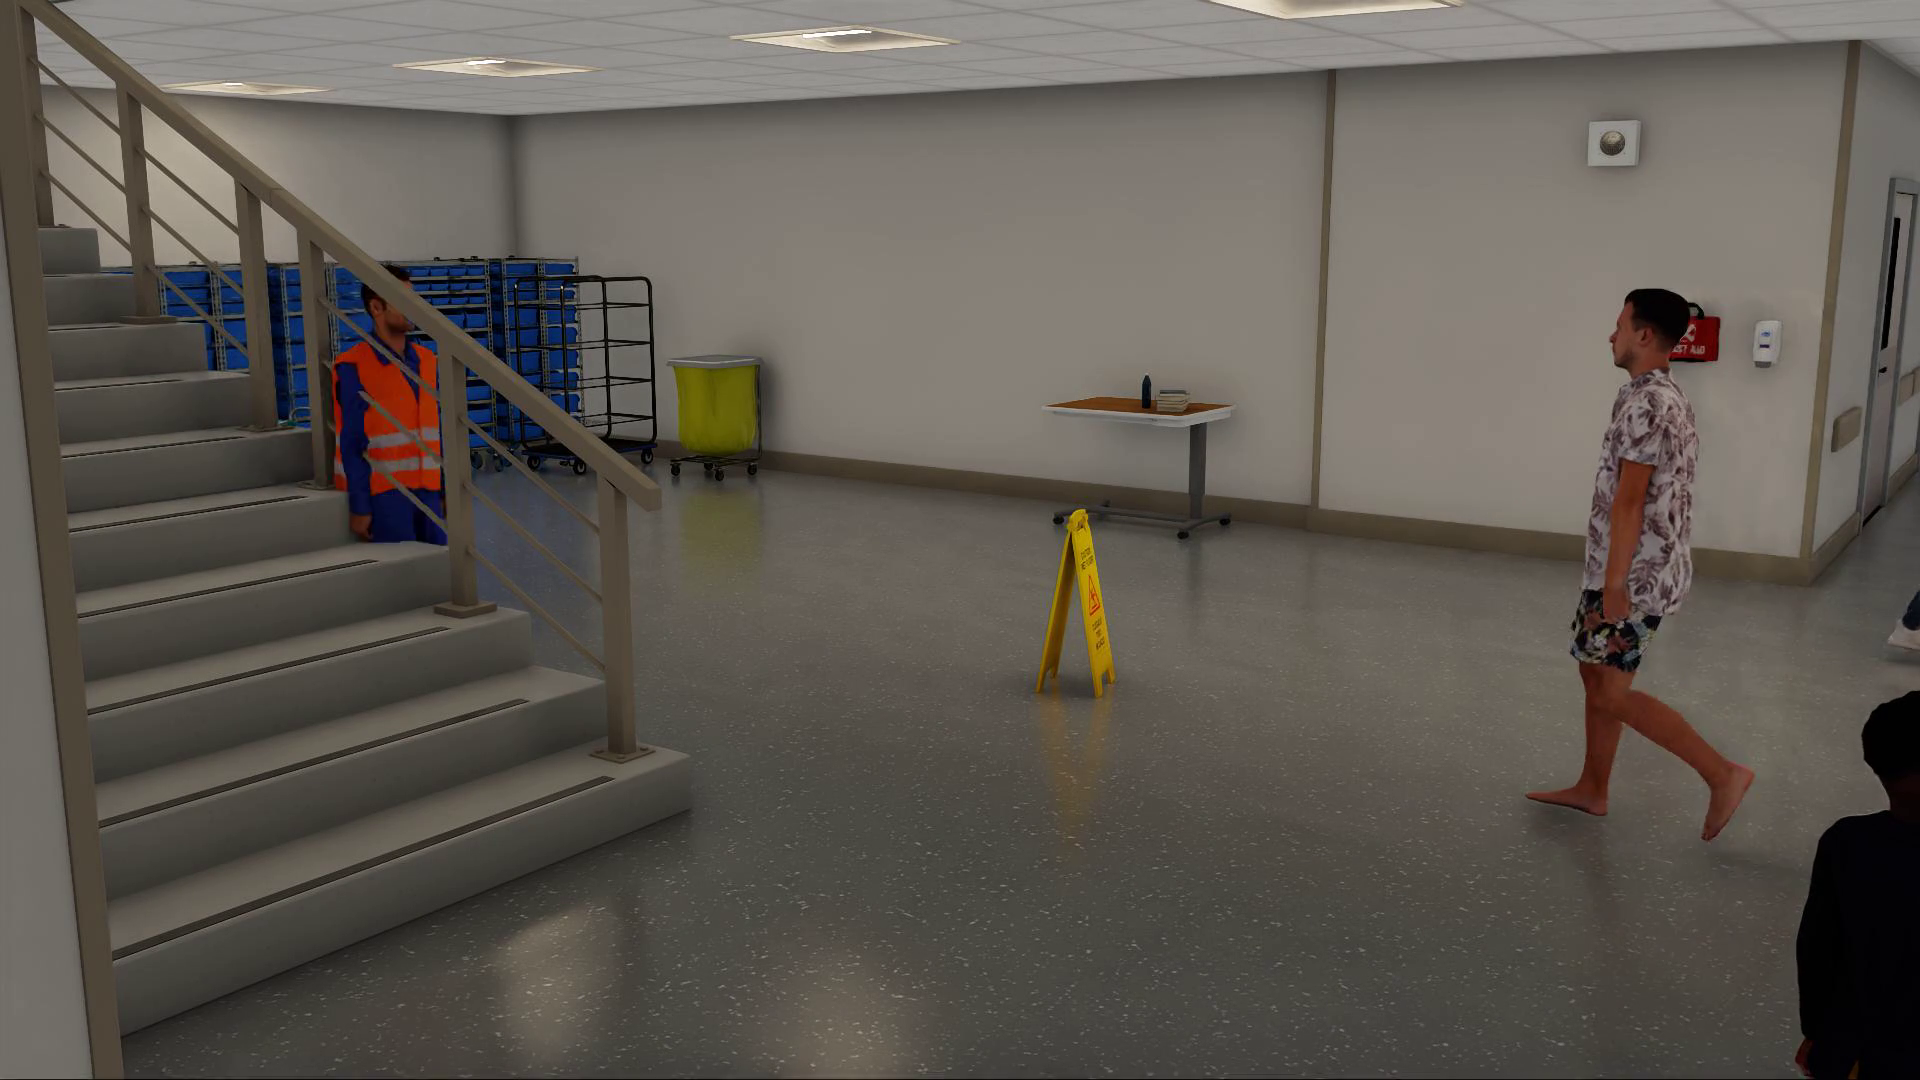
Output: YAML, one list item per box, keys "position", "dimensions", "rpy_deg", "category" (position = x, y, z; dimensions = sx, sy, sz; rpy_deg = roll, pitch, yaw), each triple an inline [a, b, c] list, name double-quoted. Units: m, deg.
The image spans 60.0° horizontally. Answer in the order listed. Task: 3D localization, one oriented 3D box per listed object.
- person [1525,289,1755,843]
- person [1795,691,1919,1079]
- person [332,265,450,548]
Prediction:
- position: [2.287, 0.104, 5.441]
  dimensions: [0.945, 1.793, 0.691]
  rpy_deg: [7, 13, 34]
  category: "person"
- position: [1.584, 0.871, 2.810]
  dimensions: [0.662, 1.268, 0.578]
  rpy_deg: [-6, 12, -28]
  category: "person"
- position: [-2.320, -0.153, 6.654]
  dimensions: [0.998, 1.847, 0.767]
  rpy_deg: [5, 12, 26]
  category: "person"
